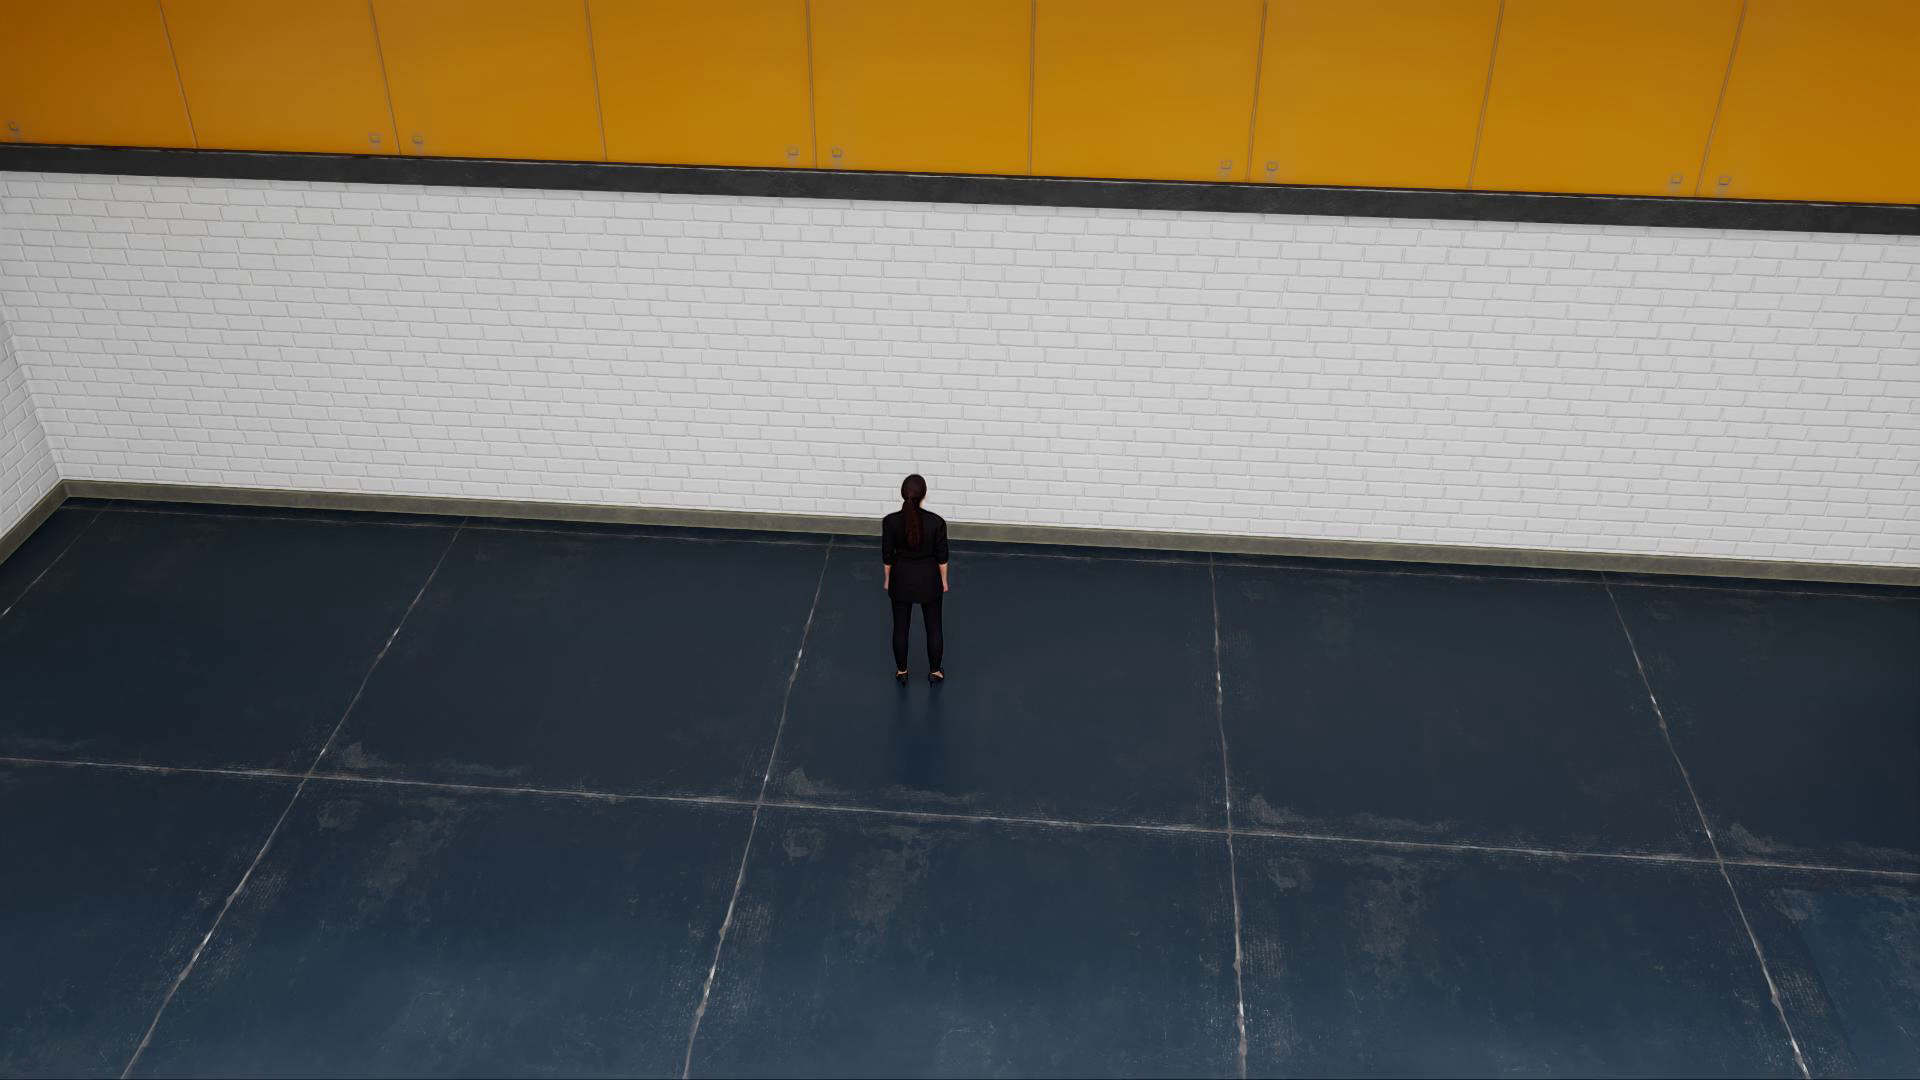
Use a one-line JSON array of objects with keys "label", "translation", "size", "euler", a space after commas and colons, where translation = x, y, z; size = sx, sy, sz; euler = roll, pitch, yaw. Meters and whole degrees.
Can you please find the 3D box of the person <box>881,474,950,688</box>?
[{"label": "person", "translation": [-0.306, 0.295, 11.285], "size": [0.588, 1.660, 0.523], "euler": [3, 34, 4]}]
